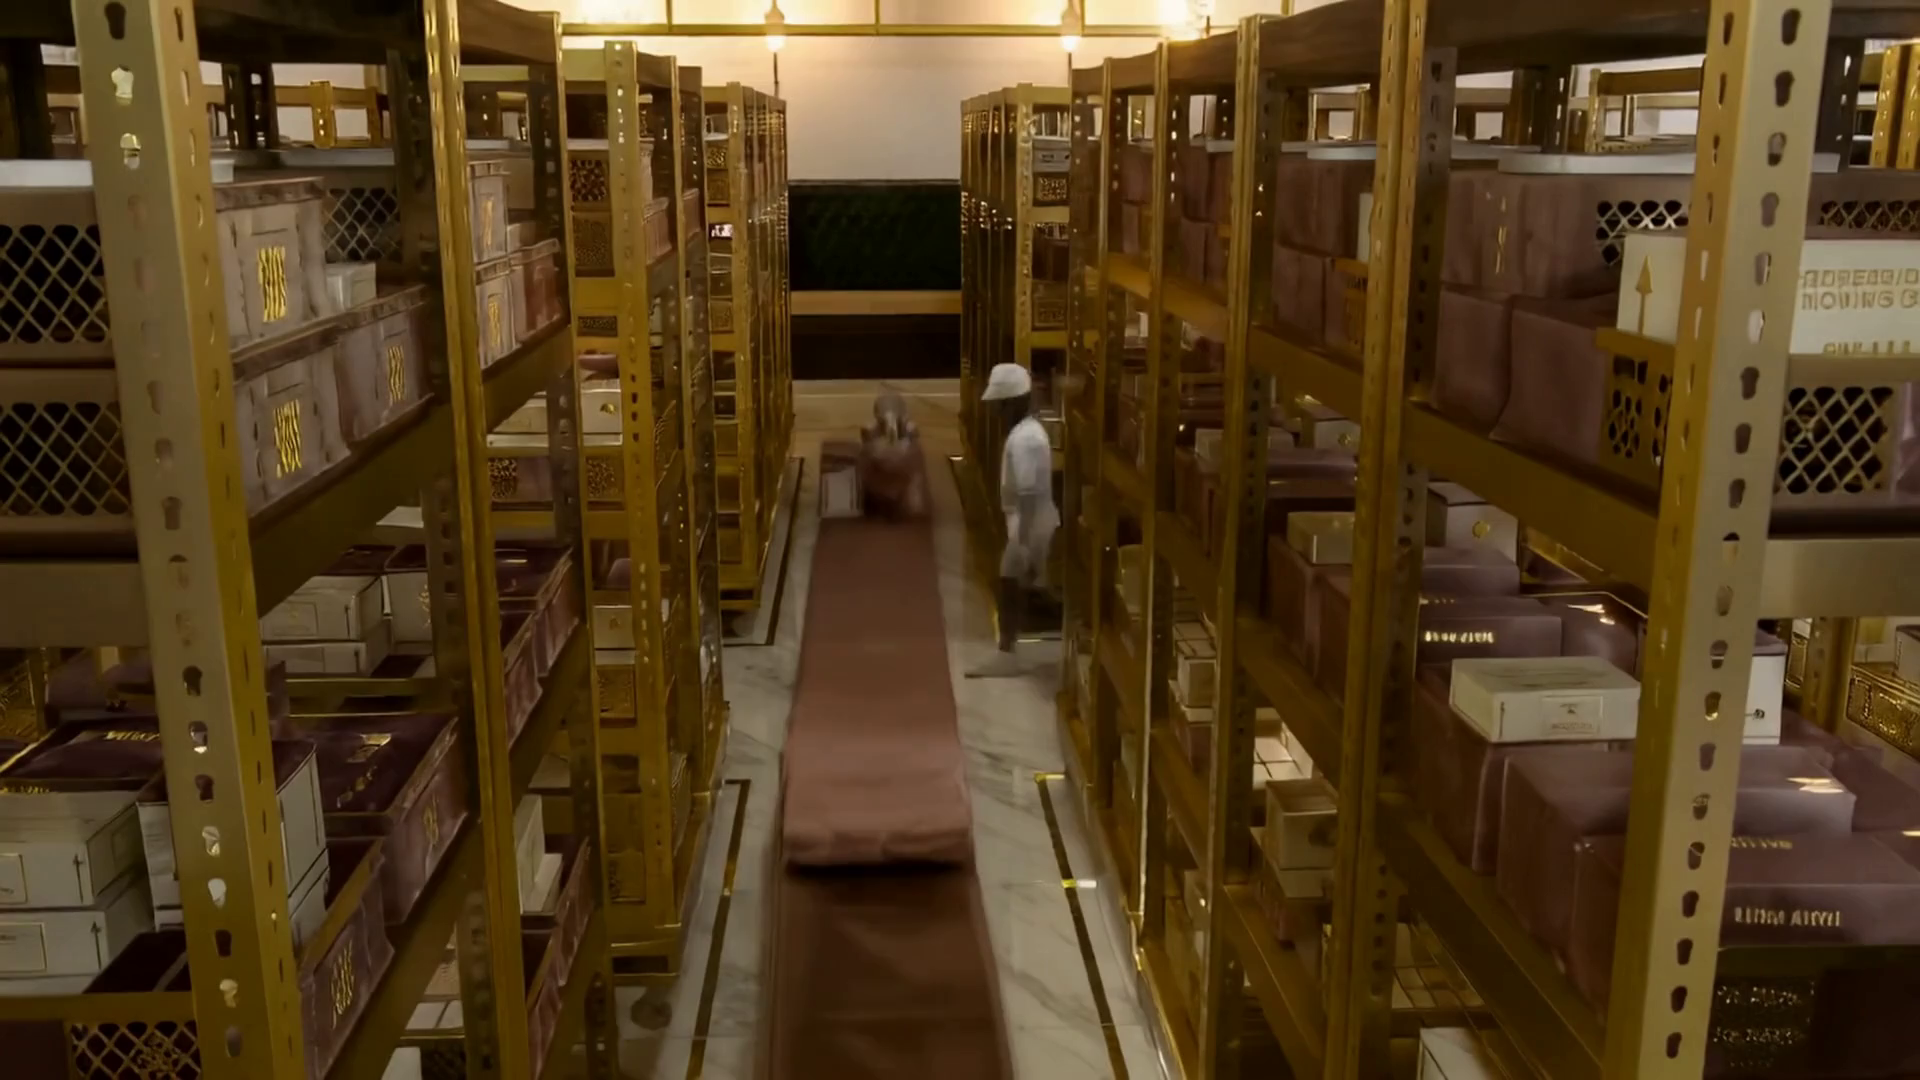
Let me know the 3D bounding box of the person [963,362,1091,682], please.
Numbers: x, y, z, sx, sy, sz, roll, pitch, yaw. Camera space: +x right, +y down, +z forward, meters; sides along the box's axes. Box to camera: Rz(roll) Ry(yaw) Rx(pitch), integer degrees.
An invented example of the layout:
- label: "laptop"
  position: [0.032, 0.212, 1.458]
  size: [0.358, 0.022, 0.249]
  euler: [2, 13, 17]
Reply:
- label: "person"
  position: [0.495, -0.070, 9.926]
  size: [0.879, 2.006, 0.653]
  euler: [1, 14, 4]
